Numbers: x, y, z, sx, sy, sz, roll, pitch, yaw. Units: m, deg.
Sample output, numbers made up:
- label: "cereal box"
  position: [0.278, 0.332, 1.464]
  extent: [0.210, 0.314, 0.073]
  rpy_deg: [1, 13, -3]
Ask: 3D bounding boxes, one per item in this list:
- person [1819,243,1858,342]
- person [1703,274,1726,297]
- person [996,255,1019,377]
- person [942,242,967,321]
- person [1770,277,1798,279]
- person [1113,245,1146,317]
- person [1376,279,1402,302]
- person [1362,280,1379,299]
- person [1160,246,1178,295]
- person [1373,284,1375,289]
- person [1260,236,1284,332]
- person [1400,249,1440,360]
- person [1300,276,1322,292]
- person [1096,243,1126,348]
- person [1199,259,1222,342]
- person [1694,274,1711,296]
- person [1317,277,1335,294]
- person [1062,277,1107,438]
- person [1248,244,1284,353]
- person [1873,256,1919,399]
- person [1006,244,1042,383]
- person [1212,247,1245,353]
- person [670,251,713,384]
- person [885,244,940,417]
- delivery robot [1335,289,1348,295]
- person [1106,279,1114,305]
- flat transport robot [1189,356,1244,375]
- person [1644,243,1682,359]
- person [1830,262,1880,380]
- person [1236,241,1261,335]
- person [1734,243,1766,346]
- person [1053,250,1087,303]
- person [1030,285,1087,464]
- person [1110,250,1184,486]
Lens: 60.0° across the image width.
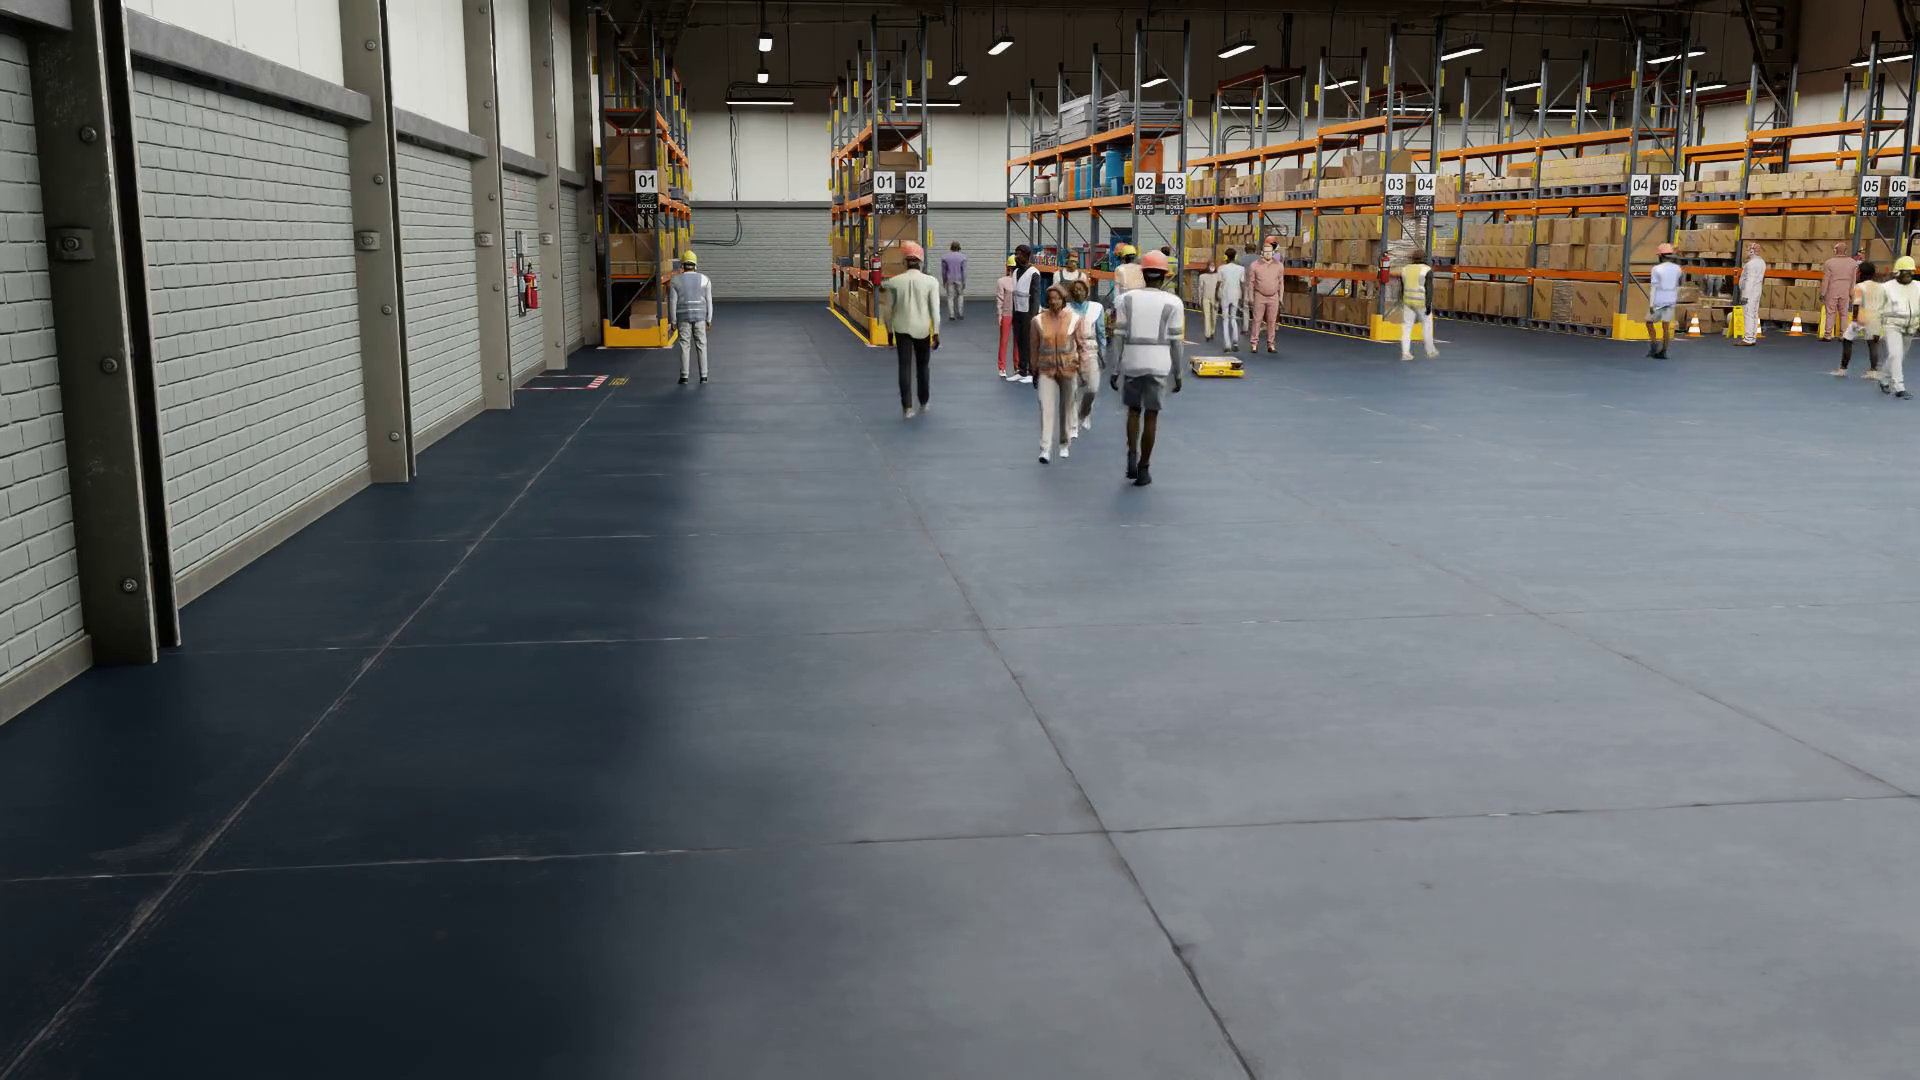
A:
- label: "person"
  position: [16.986, -4.790, 32.220]
  extent: [0.639, 1.910, 0.407]
  rpy_deg: [0, 10, 2]
- label: "person"
  position: [19.855, -6.912, 43.763]
  extent: [0.627, 1.941, 0.371]
  rpy_deg: [-1, 10, -6]
- label: "person"
  position: [0.774, -3.250, 24.165]
  extent: [0.522, 1.769, 0.318]
  rpy_deg: [-4, 11, -22]
- label: "person"
  position: [-0.118, -6.276, 40.390]
  extent: [0.636, 1.904, 0.858]
  rpy_deg: [1, 10, 8]
- label: "person"
  position: [19.478, -6.137, 39.237]
  extent: [0.689, 2.000, 0.537]
  rpy_deg: [0, 10, 0]
- label: "person"
  position: [2.781, -3.880, 27.325]
  extent: [0.629, 1.879, 0.954]
  rpy_deg: [-2, 11, -11]
- label: "person"
  position: [10.015, -5.962, 38.873]
  extent: [0.654, 1.819, 0.756]
  rpy_deg: [-1, 10, -6]
- label: "person"
  position: [10.310, -6.493, 41.312]
  extent: [0.624, 1.992, 0.386]
  rpy_deg: [2, 10, 9]
- label: "person"
  position: [4.555, -5.623, 37.042]
  extent: [0.644, 1.819, 0.701]
  rpy_deg: [-1, 10, -6]
- label: "person"
  position: [10.935, -6.615, 42.907]
  extent: [0.540, 1.658, 0.862]
  rpy_deg: [-5, 11, -24]
- label: "person"
  position: [6.643, -5.482, 35.637]
  extent: [0.605, 2.045, 0.381]
  rpy_deg: [-4, 11, -22]
- label: "person"
  position: [7.643, -3.894, 27.559]
  extent: [0.891, 1.804, 0.658]
  rpy_deg: [-9, 13, -40]
- label: "person"
  position: [9.393, -7.057, 44.341]
  extent: [0.644, 2.018, 0.443]
  rpy_deg: [-2, 11, -10]
- label: "person"
  position: [2.833, -4.425, 30.212]
  extent: [0.911, 1.902, 0.579]
  rpy_deg: [0, 10, 1]
- label: "person"
  position: [4.890, -4.655, 32.345]
  extent: [0.506, 1.598, 0.831]
  rpy_deg: [1, 10, 6]
- label: "person"
  position: [20.043, -7.049, 44.715]
  extent: [0.617, 1.865, 0.519]
  rpy_deg: [-3, 11, -18]
- label: "person"
  position: [11.020, -8.134, 50.525]
  extent: [1.029, 1.932, 0.608]
  rpy_deg: [-5, 11, -25]
- label: "person"
  position: [1.216, -1.852, 16.878]
  extent: [0.538, 1.626, 0.406]
  rpy_deg: [-1, 10, -3]
- label: "person"
  position: [5.367, -4.229, 29.148]
  extent: [0.651, 1.906, 0.403]
  rpy_deg: [-1, 10, -4]
- label: "person"
  position: [11.907, -2.705, 21.120]
  extent: [0.601, 1.799, 0.912]
  rpy_deg: [0, 10, -2]
- label: "person"
  position: [0.922, -3.157, 23.237]
  extent: [0.391, 1.918, 0.590]
  rpy_deg: [-6, 12, -28]
- label: "person"
  position: [4.711, -4.196, 29.158]
  extent: [0.508, 1.845, 0.415]
  rpy_deg: [-2, 10, -9]
- label: "person"
  position: [-3.717, -3.066, 22.974]
  extent: [0.600, 1.832, 0.404]
  rpy_deg: [-4, 11, -20]
- label: "person"
  position: [-0.538, -2.394, 18.990]
  extent: [0.644, 1.937, 1.012]
  rpy_deg: [1, 10, 4]
- label: "delivery robot"
  position: [11.437, -7.265, 49.239]
  extent: [0.707, 0.478, 0.477]
  rpy_deg: [-9, 13, -39]
- label: "person"
  position: [4.675, -8.009, 50.084]
  extent: [0.569, 1.827, 0.635]
  rpy_deg: [0, 10, 3]
- label: "flat transport robot"
  position: [3.790, -2.588, 24.636]
  extent: [0.652, 0.197, 1.431]
  rpy_deg: [0, 10, 2]
- label: "person"
  position: [11.666, -3.956, 27.628]
  extent: [0.547, 1.922, 0.419]
  rpy_deg: [-2, 10, -8]
- label: "person"
  position: [12.840, -3.124, 23.749]
  extent: [0.550, 1.670, 0.767]
  rpy_deg: [-3, 11, -17]
- label: "person"
  position: [5.989, -5.205, 34.407]
  extent: [0.628, 1.939, 0.375]
  rpy_deg: [-3, 11, -17]
- label: "person"
  position: [14.704, -4.561, 30.965]
  extent: [0.409, 1.907, 0.651]
  rpy_deg: [9, 14, 40]
- label: "person"
  position: [1.604, -3.380, 24.717]
  extent: [0.547, 1.822, 0.412]
  rpy_deg: [0, 10, -3]
- label: "person"
  position: [0.883, -1.497, 15.020]
  extent: [0.526, 1.593, 0.857]
  rpy_deg: [1, 10, 8]
- label: "person"
  position: [1.543, -1.406, 13.636]
  extent: [0.585, 1.914, 0.491]
  rpy_deg: [3, 11, 18]
